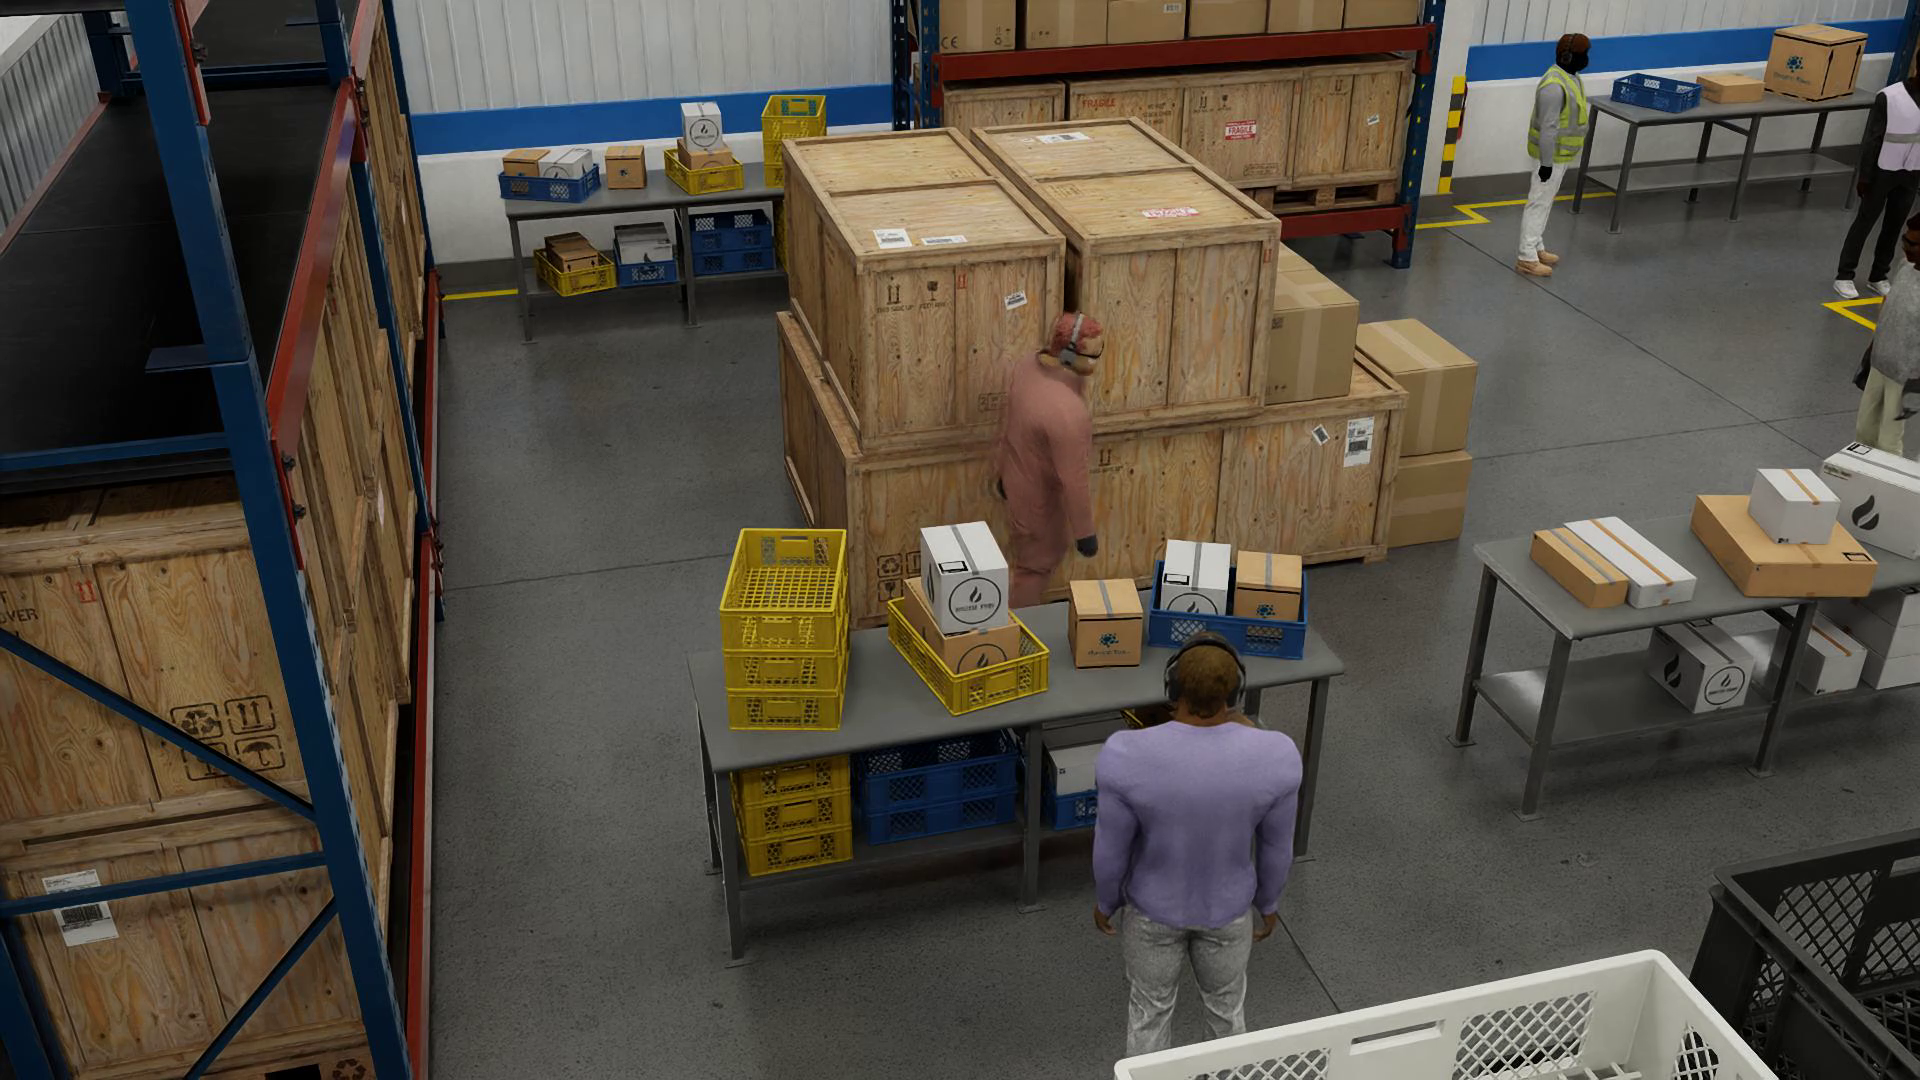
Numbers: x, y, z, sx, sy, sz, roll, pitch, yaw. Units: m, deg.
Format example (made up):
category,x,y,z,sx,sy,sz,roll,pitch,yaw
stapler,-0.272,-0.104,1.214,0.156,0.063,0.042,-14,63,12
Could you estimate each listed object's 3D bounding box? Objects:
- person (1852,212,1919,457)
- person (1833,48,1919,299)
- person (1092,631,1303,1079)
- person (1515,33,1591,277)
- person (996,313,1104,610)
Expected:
category,x,y,z,sx,sy,sz,roll,pitch,yaw
person,5.087,-0.899,9.081,0.328,1.865,0.521,-4,29,-6
person,6.970,-2.750,12.396,0.592,1.910,0.384,-3,29,-5
person,0.722,1.143,5.297,0.629,1.940,0.376,0,29,0
person,4.616,-2.996,12.909,0.429,1.842,0.636,14,32,24
person,0.385,-0.195,7.805,0.526,1.862,0.679,-6,29,-10
